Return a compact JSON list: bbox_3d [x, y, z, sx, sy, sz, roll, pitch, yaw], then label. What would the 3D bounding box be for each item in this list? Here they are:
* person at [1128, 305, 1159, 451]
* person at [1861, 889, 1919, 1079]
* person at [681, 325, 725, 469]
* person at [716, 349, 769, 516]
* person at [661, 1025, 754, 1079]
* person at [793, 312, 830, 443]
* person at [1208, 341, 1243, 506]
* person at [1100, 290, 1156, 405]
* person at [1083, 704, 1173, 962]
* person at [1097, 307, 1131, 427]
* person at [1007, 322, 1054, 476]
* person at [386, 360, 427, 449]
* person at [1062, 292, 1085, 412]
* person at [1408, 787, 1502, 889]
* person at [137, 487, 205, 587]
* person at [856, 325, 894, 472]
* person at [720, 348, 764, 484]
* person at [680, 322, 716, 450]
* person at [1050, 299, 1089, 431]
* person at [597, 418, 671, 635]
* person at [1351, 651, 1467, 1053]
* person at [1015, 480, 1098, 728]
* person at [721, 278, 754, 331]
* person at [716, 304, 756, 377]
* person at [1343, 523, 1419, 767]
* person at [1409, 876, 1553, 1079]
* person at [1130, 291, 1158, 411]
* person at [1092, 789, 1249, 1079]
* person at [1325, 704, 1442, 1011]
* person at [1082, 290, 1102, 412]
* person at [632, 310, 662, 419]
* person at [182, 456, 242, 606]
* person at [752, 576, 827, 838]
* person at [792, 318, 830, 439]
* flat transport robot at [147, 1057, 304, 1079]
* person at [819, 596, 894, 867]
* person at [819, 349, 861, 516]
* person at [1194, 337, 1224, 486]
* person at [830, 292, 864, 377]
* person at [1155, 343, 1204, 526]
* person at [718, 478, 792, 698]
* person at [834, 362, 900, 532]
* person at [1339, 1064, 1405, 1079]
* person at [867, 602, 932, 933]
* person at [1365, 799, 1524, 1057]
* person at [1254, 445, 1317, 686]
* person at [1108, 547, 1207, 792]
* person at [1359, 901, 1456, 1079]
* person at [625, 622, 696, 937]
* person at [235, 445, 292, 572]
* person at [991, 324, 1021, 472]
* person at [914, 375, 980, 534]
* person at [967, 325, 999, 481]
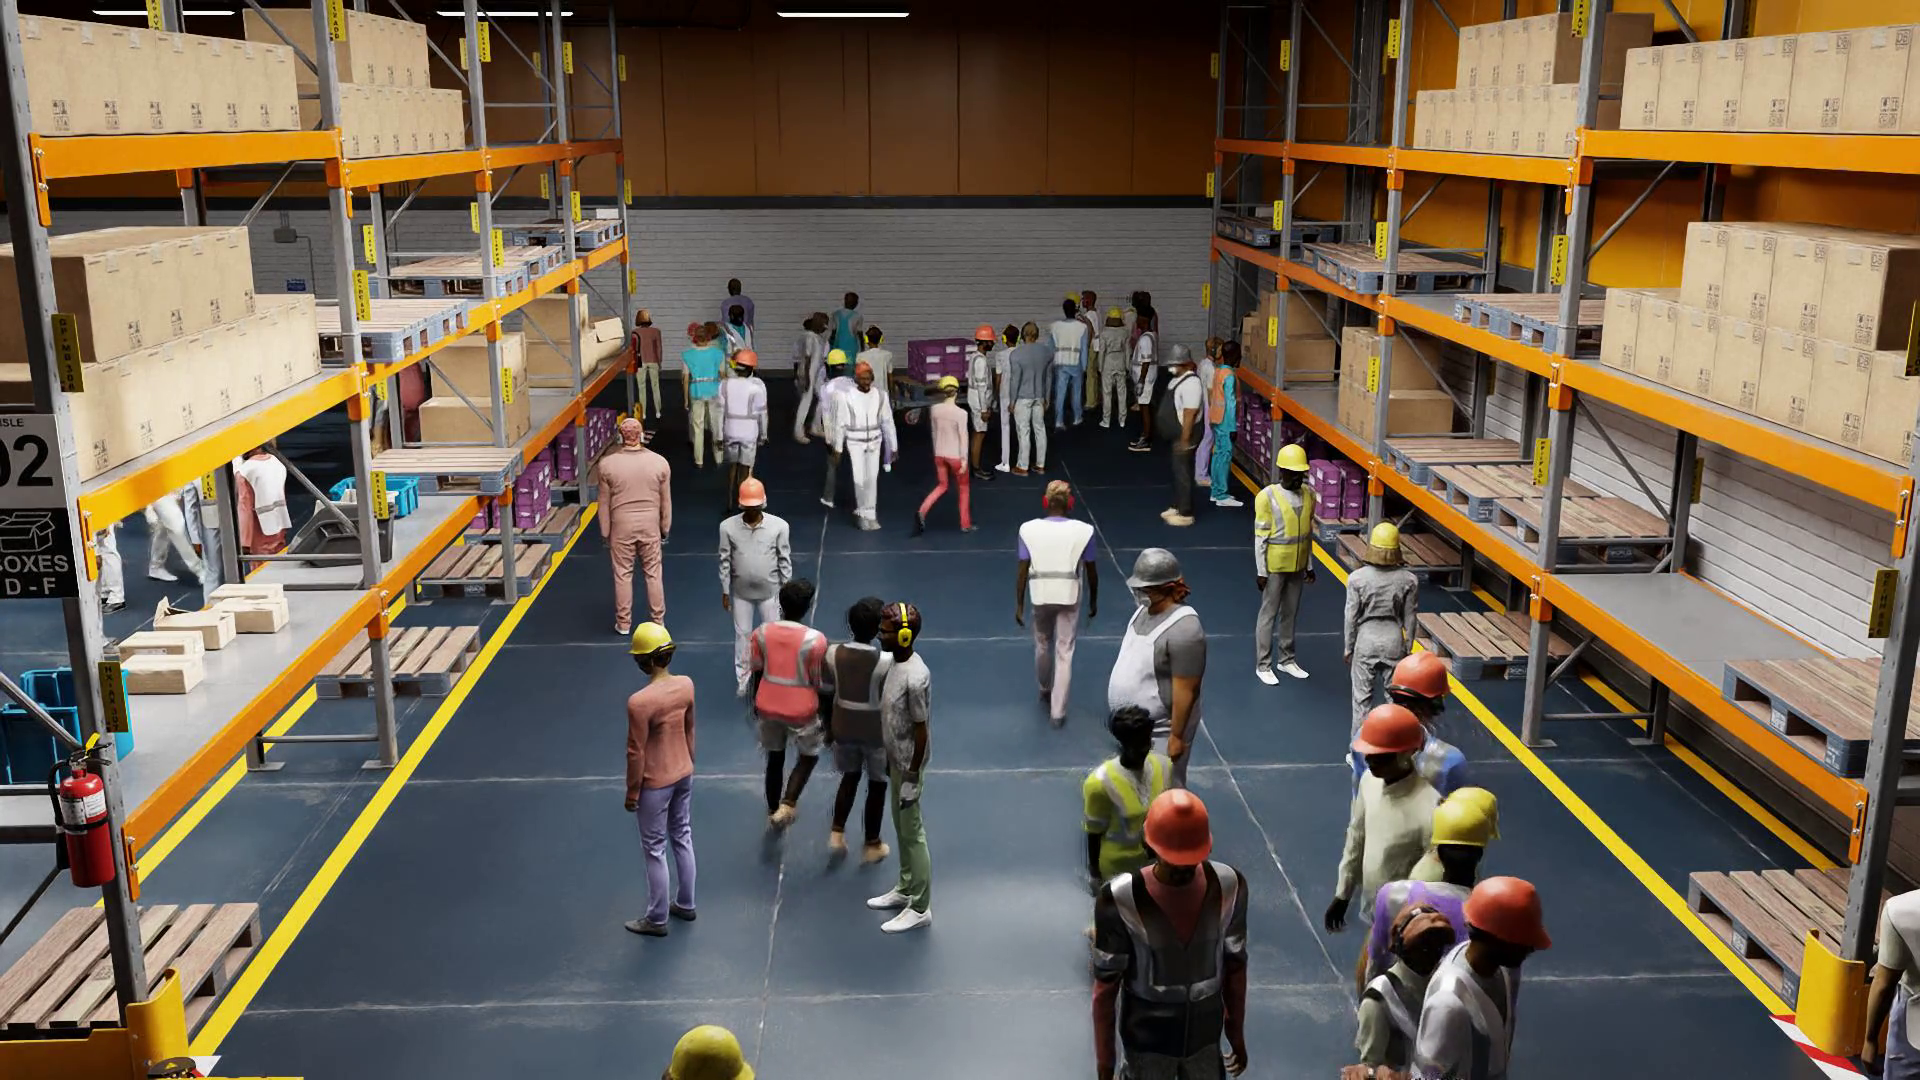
[{"bbox_3d":[2.488,-2.190,22.463,0.367,1.966,0.606,3,15,13],"label":"person"},{"bbox_3d":[3.819,1.948,6.485,0.560,1.836,0.394,1,14,4],"label":"person"},{"bbox_3d":[-3.259,-1.815,21.245,0.565,1.840,0.390,-4,15,-16],"label":"person"},{"bbox_3d":[-2.421,-1.182,18.621,0.557,1.908,0.517,4,15,14],"label":"person"},{"bbox_3d":[-0.780,2.315,5.240,0.321,1.737,0.485,4,15,17],"label":"person"},{"bbox_3d":[-2.045,-2.253,23.049,0.608,1.794,0.623,2,14,9],"label":"person"},{"bbox_3d":[3.081,-1.356,19.284,0.392,1.920,0.593,-1,14,-6],"label":"person"},{"bbox_3d":[2.638,-2.986,25.918,0.790,1.814,0.630,4,15,15],"label":"person"},{"bbox_3d":[0.813,1.581,8.287,0.537,1.669,0.758,-9,17,-32],"label":"person"},{"bbox_3d":[2.230,-2.512,24.172,0.494,1.743,0.302,-3,15,-12],"label":"person"},{"bbox_3d":[0.875,-1.768,20.863,0.638,1.938,0.357,-9,17,-31],"label":"person"},{"bbox_3d":[-6.784,-1.694,20.367,0.536,2.000,0.699,5,15,18],"label":"person"},{"bbox_3d":[1.734,-2.869,25.422,0.403,1.825,0.595,-1,14,-2],"label":"person"},{"bbox_3d":[2.080,1.864,7.020,0.642,1.731,0.523,11,18,36],"label":"person"},{"bbox_3d":[-7.493,-0.445,15.867,0.996,1.829,0.674,5,15,20],"label":"person"},{"bbox_3d":[-1.083,-1.775,21.029,0.513,1.871,0.329,-6,15,-22],"label":"person"},{"bbox_3d":[-2.486,-1.257,19.056,0.523,1.845,0.777,-5,15,-17],"label":"person"},{"bbox_3d":[-3.512,-2.083,22.535,0.547,1.719,0.758,-7,16,-26],"label":"person"},{"bbox_3d":[1.557,-2.533,24.012,0.603,1.872,1.004,5,15,18],"label":"person"},{"bbox_3d":[-2.828,-0.116,14.471,0.636,1.900,0.400,-6,15,-22],"label":"person"},{"bbox_3d":[2.104,1.509,7.820,0.397,2.039,0.610,-11,18,-37],"label":"person"},{"bbox_3d":[0.734,0.432,12.499,0.596,1.799,0.952,2,14,7],"label":"person"},{"bbox_3d":[-3.530,-3.188,26.456,0.367,1.933,0.627,13,19,41],"label":"person"},{"bbox_3d":[-3.147,-2.423,23.629,0.429,1.843,0.631,13,19,41],"label":"person"},{"bbox_3d":[2.874,0.738,11.429,0.487,1.736,0.321,2,14,8],"label":"person"},{"bbox_3d":[1.796,2.064,5.885,0.433,1.916,0.602,8,17,30],"label":"person"},{"bbox_3d":[2.815,-2.895,25.509,0.429,1.837,0.627,4,15,15],"label":"person"},{"bbox_3d":[0.809,1.890,6.335,0.612,2.029,0.407,-3,15,-13],"label":"person"},{"bbox_3d":[1.917,1.659,7.343,0.508,1.969,0.623,-3,15,-10],"label":"person"},{"bbox_3d":[1.994,-2.888,25.442,0.390,1.846,0.565,4,15,17],"label":"person"},{"bbox_3d":[-4.681,-2.618,24.807,0.498,1.633,0.286,-6,16,-24],"label":"person"},{"bbox_3d":[-6.404,-0.095,14.366,0.410,1.908,0.598,8,16,28],"label":"person"},{"bbox_3d":[-1.080,1.061,10.276,0.587,1.673,0.504,6,15,22],"label":"person"},{"bbox_3d":[-2.066,-2.252,23.238,0.540,1.698,0.317,-2,14,-7],"label":"person"},{"bbox_3d":[-3.332,2.626,6.939,0.652,0.197,1.431,0,14,0],"label":"flat transport robot"},{"bbox_3d":[-0.554,1.145,9.935,0.547,1.684,0.390,7,16,25],"label":"person"},{"bbox_3d":[-1.303,-1.219,18.858,0.586,1.875,0.989,-8,16,-28],"label":"person"},{"bbox_3d":[3.034,-1.564,20.276,0.349,1.836,0.517,-1,14,-4],"label":"person"},{"bbox_3d":[-1.727,-2.904,25.570,0.526,1.814,0.498,5,15,20],"label":"person"},{"bbox_3d":[2.416,-1.196,18.414,0.541,2.000,0.764,-2,14,-7],"label":"person"},{"bbox_3d":[-1.581,0.371,12.853,0.566,1.744,0.350,0,14,-1],"label":"person"},{"bbox_3d":[-1.002,-1.001,17.994,0.712,1.862,0.577,-5,15,-19],"label":"person"},{"bbox_3d":[1.263,2.384,5.222,0.827,1.593,0.537,3,15,13],"label":"person"},{"bbox_3d":[-0.325,1.242,9.186,0.328,1.872,0.513,-4,15,-16],"label":"person"},{"bbox_3d":[1.848,1.942,6.464,0.604,1.868,1.010,6,15,21],"label":"person"},{"bbox_3d":[2.592,0.187,13.213,0.587,1.927,0.369,-9,17,-30],"label":"person"},{"bbox_3d":[1.131,1.013,9.741,0.535,2.000,0.683,-4,15,-16],"label":"person"},{"bbox_3d":[1.656,2.114,6.227,0.516,1.636,0.314,-12,19,-39],"label":"person"},{"bbox_3d":[-1.654,1.307,9.166,0.338,1.752,0.528,7,16,27],"label":"person"},{"bbox_3d":[-5.940,-0.062,14.233,0.402,1.909,0.599,3,15,10],"label":"person"},{"bbox_3d":[0.645,-1.797,21.122,0.538,1.866,0.312,-6,15,-21],"label":"person"},{"bbox_3d":[-0.152,-0.898,17.862,0.546,1.730,0.661,12,18,39],"label":"person"},{"bbox_3d":[0.283,-1.692,20.589,0.387,1.929,0.543,-2,14,-6],"label":"person"}]
